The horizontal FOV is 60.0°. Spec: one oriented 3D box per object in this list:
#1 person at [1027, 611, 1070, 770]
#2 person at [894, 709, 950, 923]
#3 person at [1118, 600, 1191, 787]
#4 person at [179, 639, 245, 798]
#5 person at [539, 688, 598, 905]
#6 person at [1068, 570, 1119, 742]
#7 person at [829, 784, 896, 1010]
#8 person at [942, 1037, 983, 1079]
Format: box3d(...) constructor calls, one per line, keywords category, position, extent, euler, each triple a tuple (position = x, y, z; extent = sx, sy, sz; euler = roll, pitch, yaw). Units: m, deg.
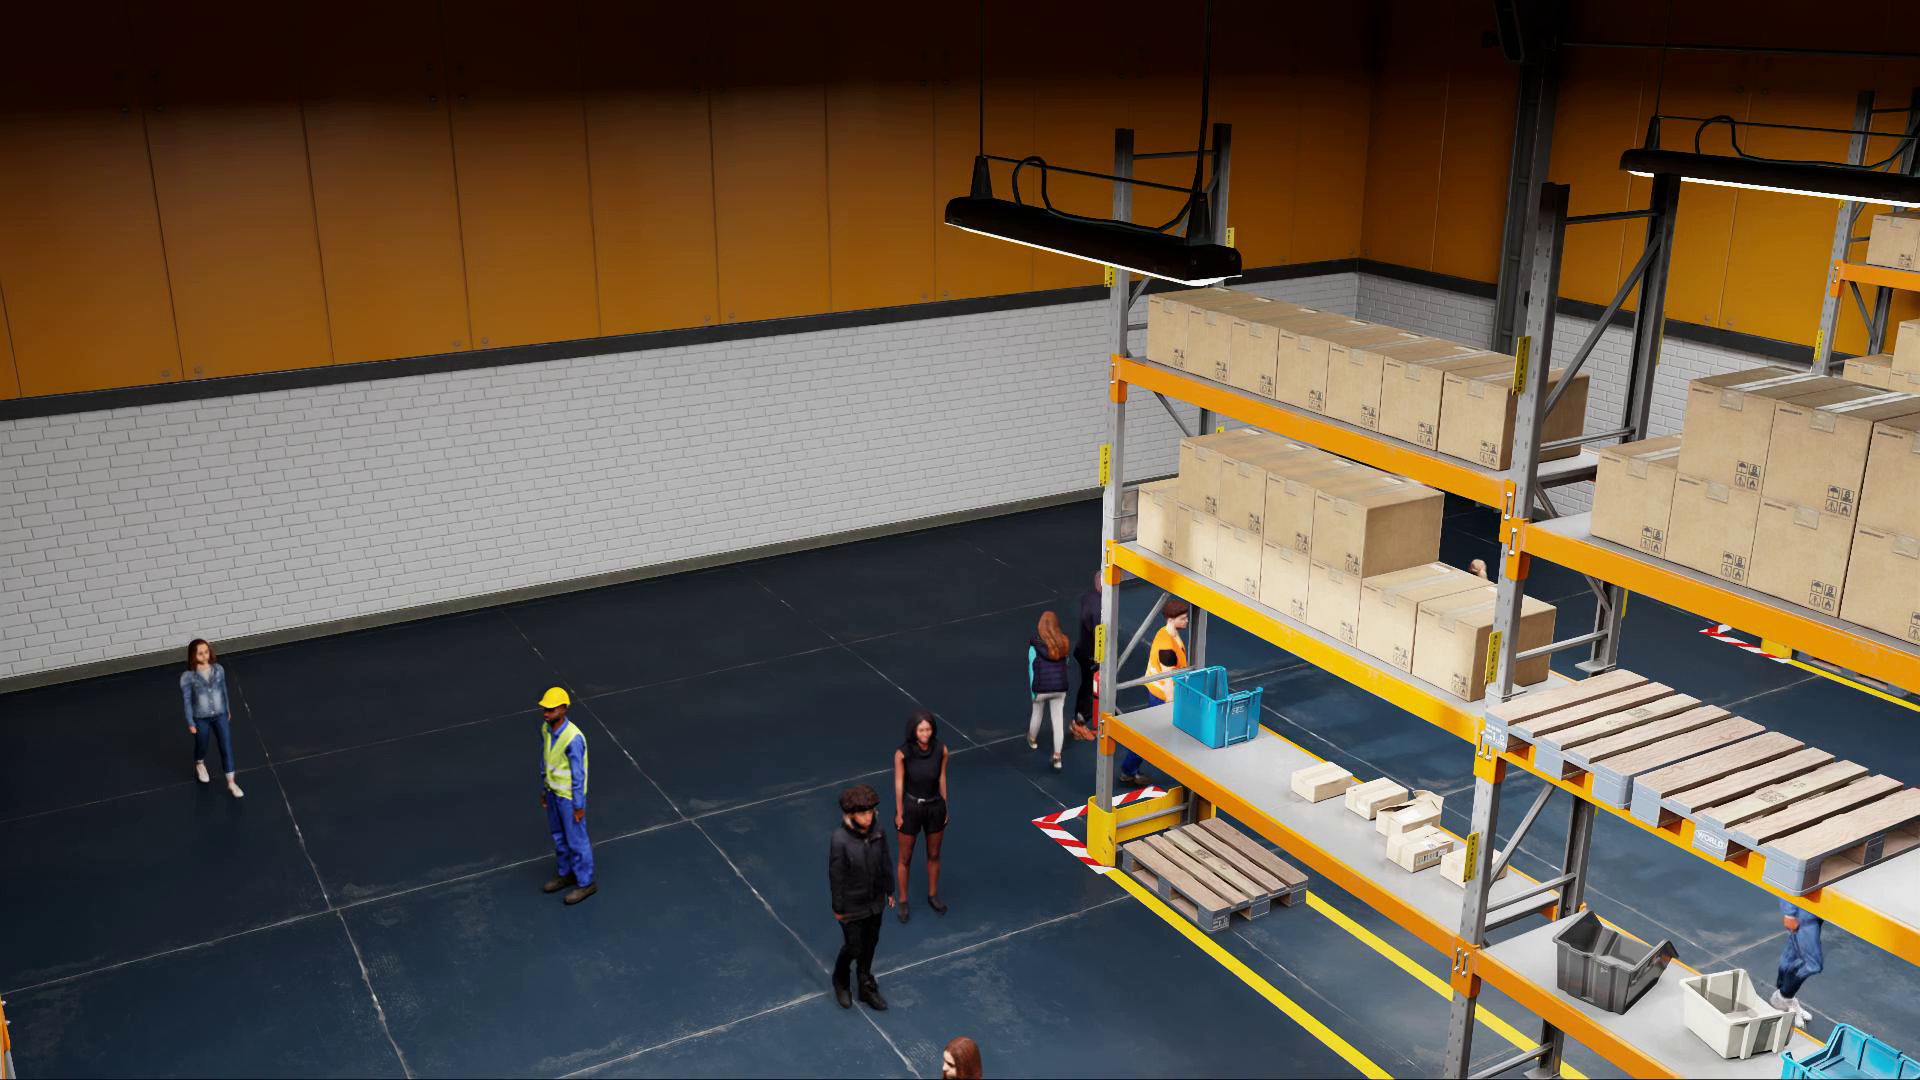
box3d(category="person", position=(0.859, 1.420, 15.536), extent=(0.778, 1.459, 1.015), euler=(-3, 19, -10))
box3d(category="person", position=(-0.300, 2.130, 12.985), extent=(0.629, 1.741, 0.558), euler=(-7, 20, -19))
box3d(category="person", position=(1.758, 1.423, 14.946), extent=(1.229, 1.830, 1.233), euler=(3, 19, 8))
box3d(category="person", position=(-6.843, 1.584, 15.063), extent=(0.741, 1.450, 1.069), euler=(-17, 25, -41))
box3d(category="person", position=(-3.137, 2.004, 13.248), extent=(0.607, 1.811, 0.781), euler=(18, 25, 42))
box3d(category="person", position=(1.208, 1.132, 15.862), extent=(0.973, 1.796, 0.812), euler=(-4, 19, -11))
box3d(category="person", position=(-0.753, 2.505, 11.833), extent=(0.694, 1.766, 0.723), euler=(-16, 24, -39))
box3d(category="person", position=(0.044, 3.456, 9.069), extent=(0.656, 1.727, 0.497), euler=(-14, 23, -36))
